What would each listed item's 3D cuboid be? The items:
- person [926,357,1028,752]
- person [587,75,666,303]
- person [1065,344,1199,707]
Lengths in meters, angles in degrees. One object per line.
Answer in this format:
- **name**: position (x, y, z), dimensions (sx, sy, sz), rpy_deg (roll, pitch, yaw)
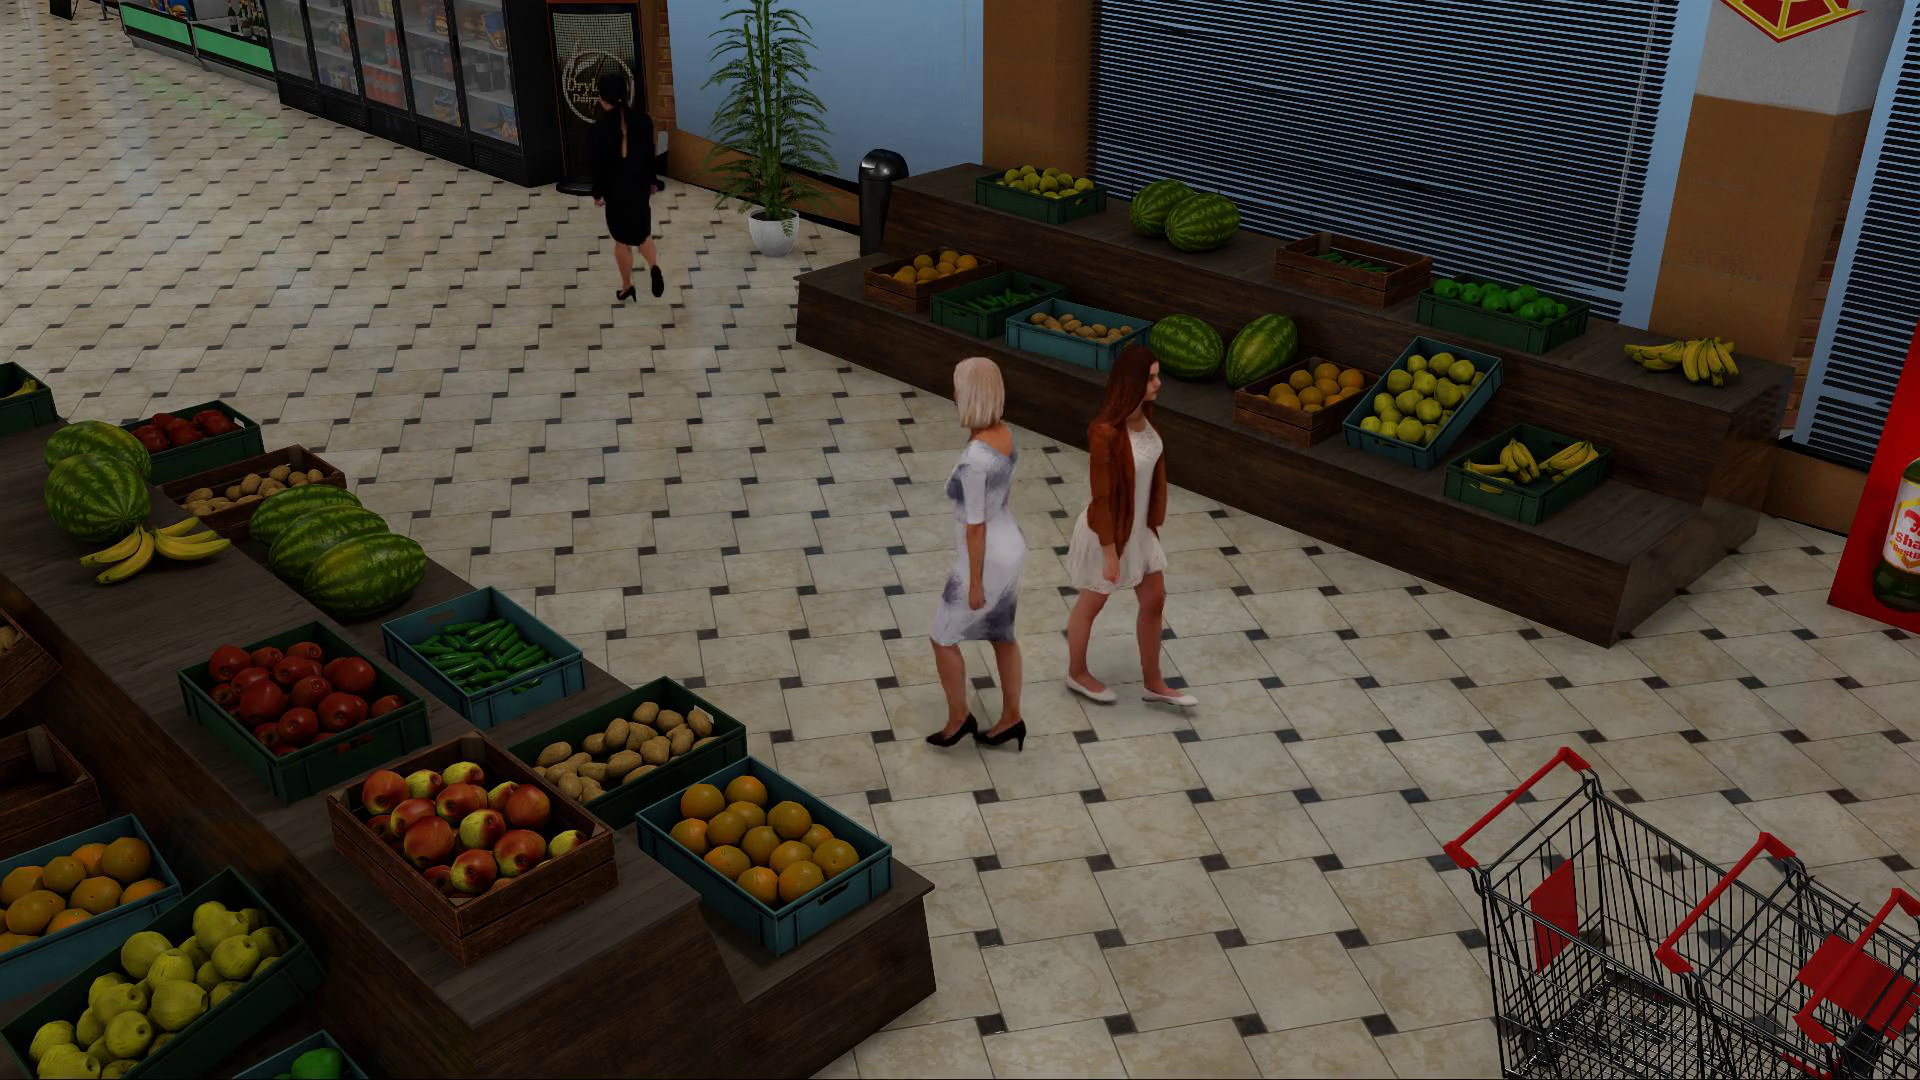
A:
- **person**: position (0.191, 0.109, 6.814), dimensions (0.746, 1.731, 0.706), rpy_deg (10, 29, 19)
- **person**: position (-2.375, -2.482, 12.001), dimensions (0.767, 1.661, 0.863), rpy_deg (-19, 32, -32)
- **person**: position (0.603, -0.054, 7.169), dimensions (0.866, 1.700, 0.710), rpy_deg (19, 33, 33)
